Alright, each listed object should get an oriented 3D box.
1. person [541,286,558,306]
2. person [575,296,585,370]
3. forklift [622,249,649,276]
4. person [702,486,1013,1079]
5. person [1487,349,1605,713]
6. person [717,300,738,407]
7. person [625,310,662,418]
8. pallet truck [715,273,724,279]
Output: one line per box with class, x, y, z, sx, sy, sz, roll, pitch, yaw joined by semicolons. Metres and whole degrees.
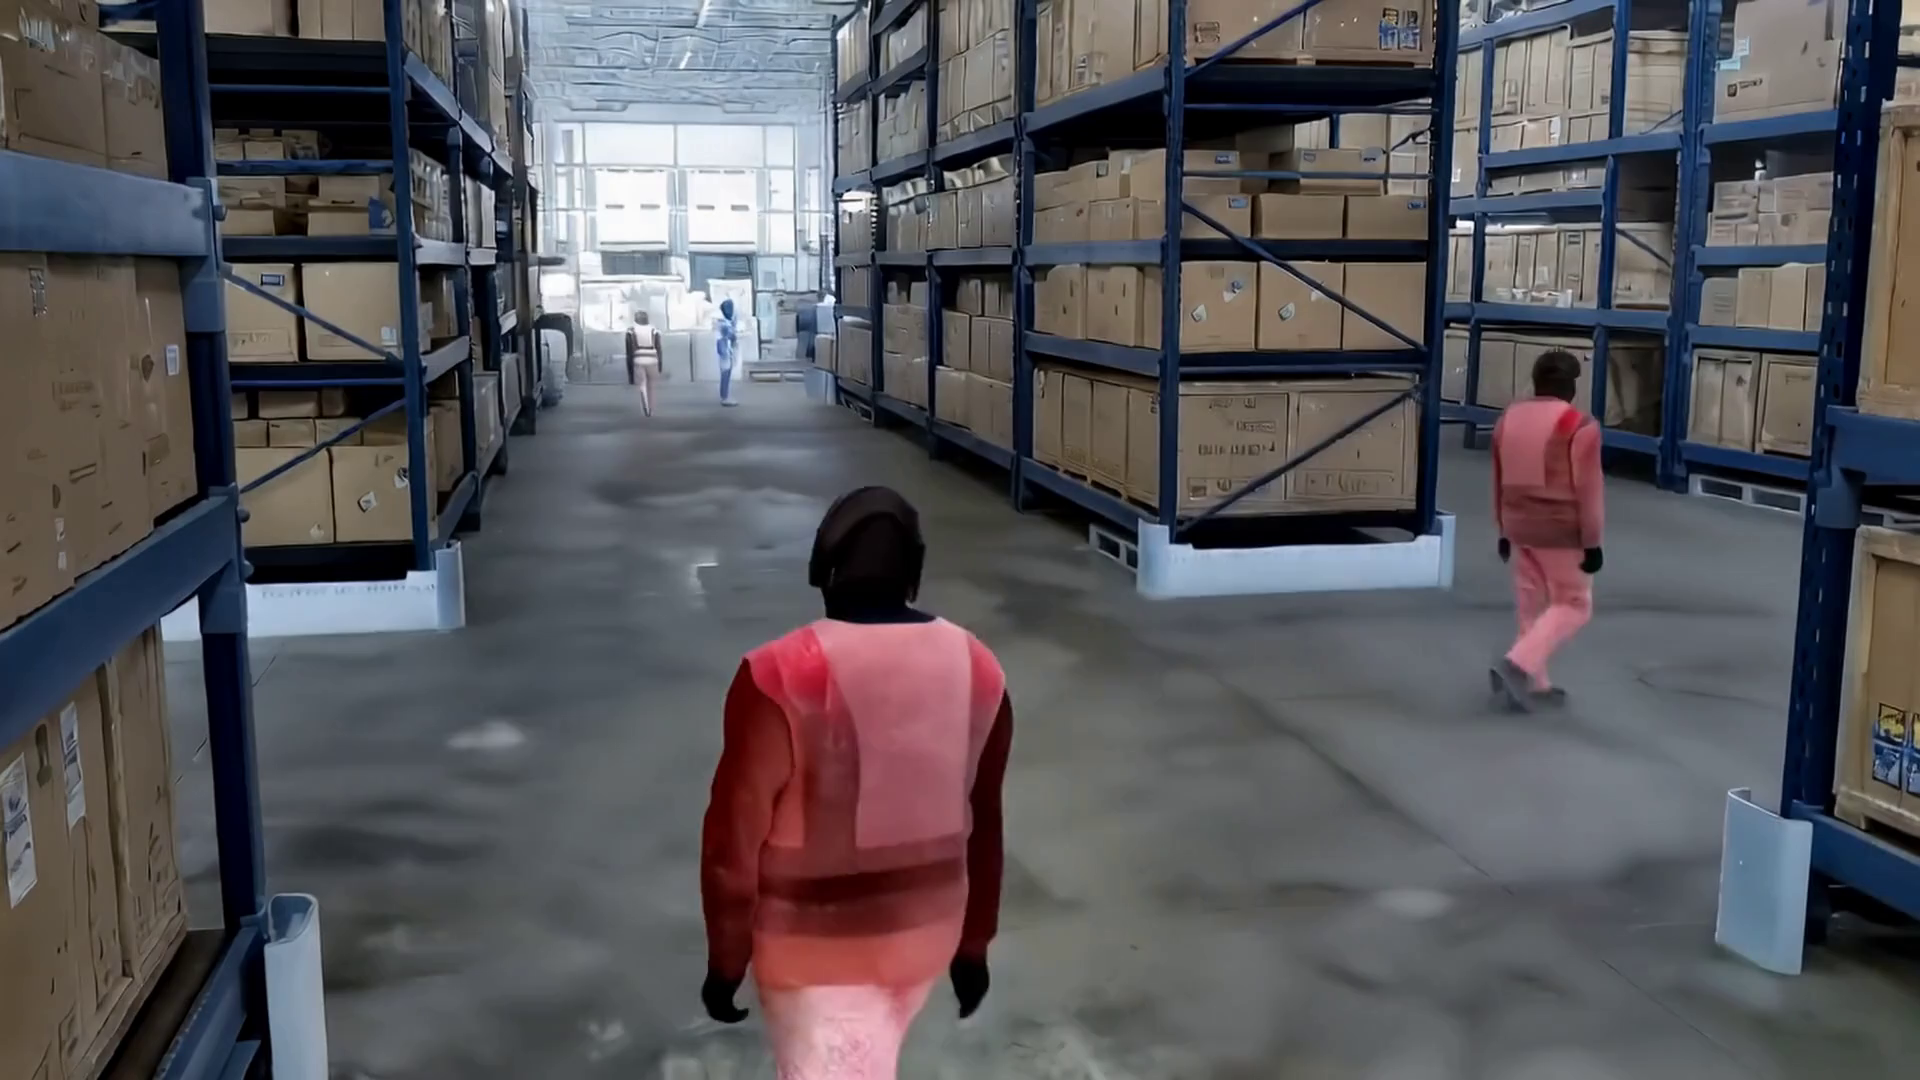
person;-14.526;-8.386;58.835;0.595;1.925;0.371;-2;9;-11
person;-8.013;-4.501;35.926;0.771;1.663;0.555;-5;11;-30
forklift;-10.974;-8.474;56.474;1.129;2.768;1.873;-1;9;-8
person;-0.149;0.801;3.238;0.622;1.805;0.911;-8;12;-40
person;2.852;-0.025;8.191;0.586;1.821;0.640;-5;10;-26
person;-3.715;-2.971;26.531;0.318;1.697;0.536;-2;10;-12
person;-4.684;-2.605;24.639;0.506;1.584;0.924;-4;10;-22
pallet truck;-8.580;-8.986;62.280;1.885;1.965;0.823;1;9;5
